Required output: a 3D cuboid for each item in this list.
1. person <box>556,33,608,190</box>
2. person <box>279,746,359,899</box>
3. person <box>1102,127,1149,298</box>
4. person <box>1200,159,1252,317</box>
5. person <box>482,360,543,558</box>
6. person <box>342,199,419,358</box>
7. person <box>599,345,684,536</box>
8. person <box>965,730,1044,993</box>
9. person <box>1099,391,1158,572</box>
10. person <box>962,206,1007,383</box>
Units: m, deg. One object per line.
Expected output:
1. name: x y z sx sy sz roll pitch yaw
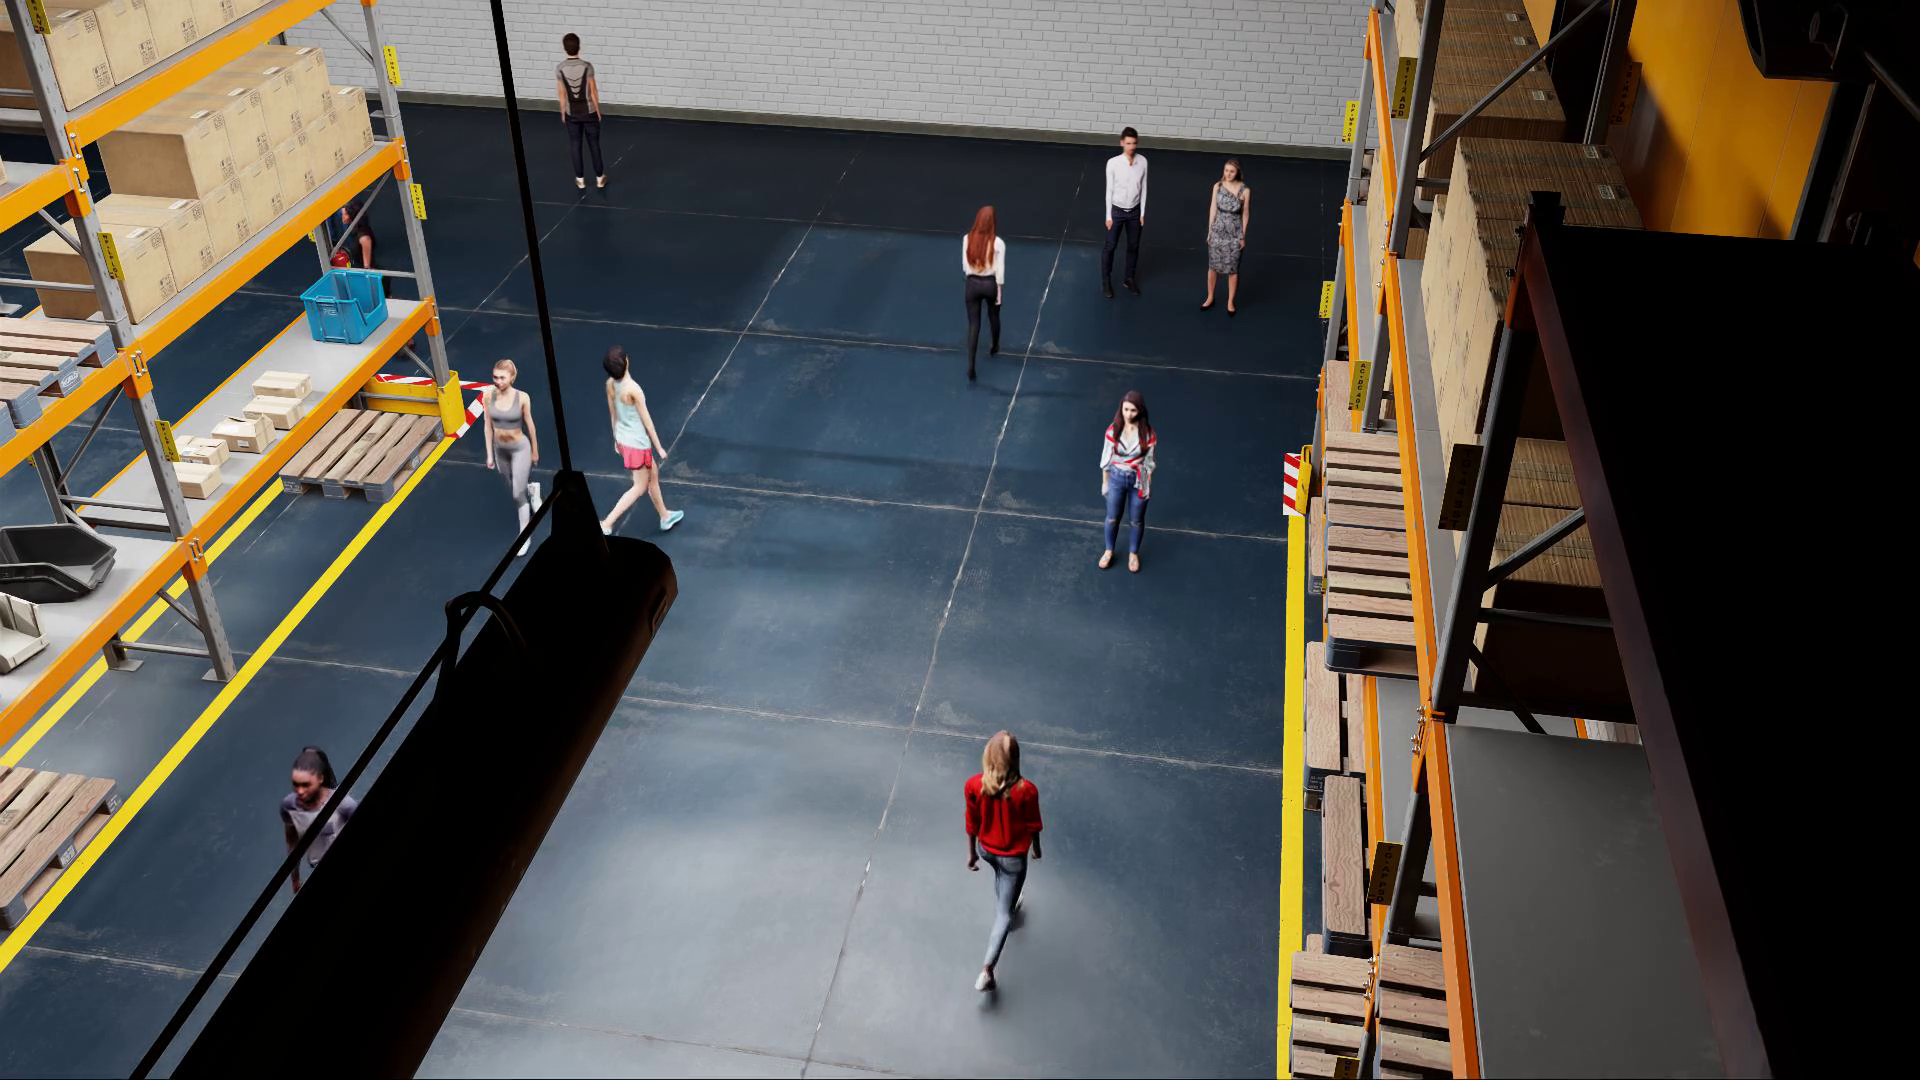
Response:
1. person: -4.642 -5.249 20.365 0.694 1.895 0.659 -4 34 -7
2. person: -3.647 1.887 9.834 0.660 1.668 1.226 4 34 6
3. person: 1.763 -3.527 17.805 0.681 1.860 0.676 -6 34 -9
4. person: 2.813 -3.193 17.444 0.621 1.703 0.584 15 36 21
5. person: -3.687 -0.760 13.806 0.606 1.679 1.062 3 34 5
6. person: -5.749 -2.554 16.489 1.190 1.696 1.059 -26 41 -33
7. person: -2.747 -0.740 13.729 1.221 1.731 1.065 -25 41 -33
8. person: 0.239 1.905 9.804 0.777 1.669 1.199 13 36 18
9. person: 1.360 -0.479 13.443 0.588 1.612 0.489 6 34 9
10. person: 0.192 -2.358 16.179 0.617 1.713 1.127 7 34 10
